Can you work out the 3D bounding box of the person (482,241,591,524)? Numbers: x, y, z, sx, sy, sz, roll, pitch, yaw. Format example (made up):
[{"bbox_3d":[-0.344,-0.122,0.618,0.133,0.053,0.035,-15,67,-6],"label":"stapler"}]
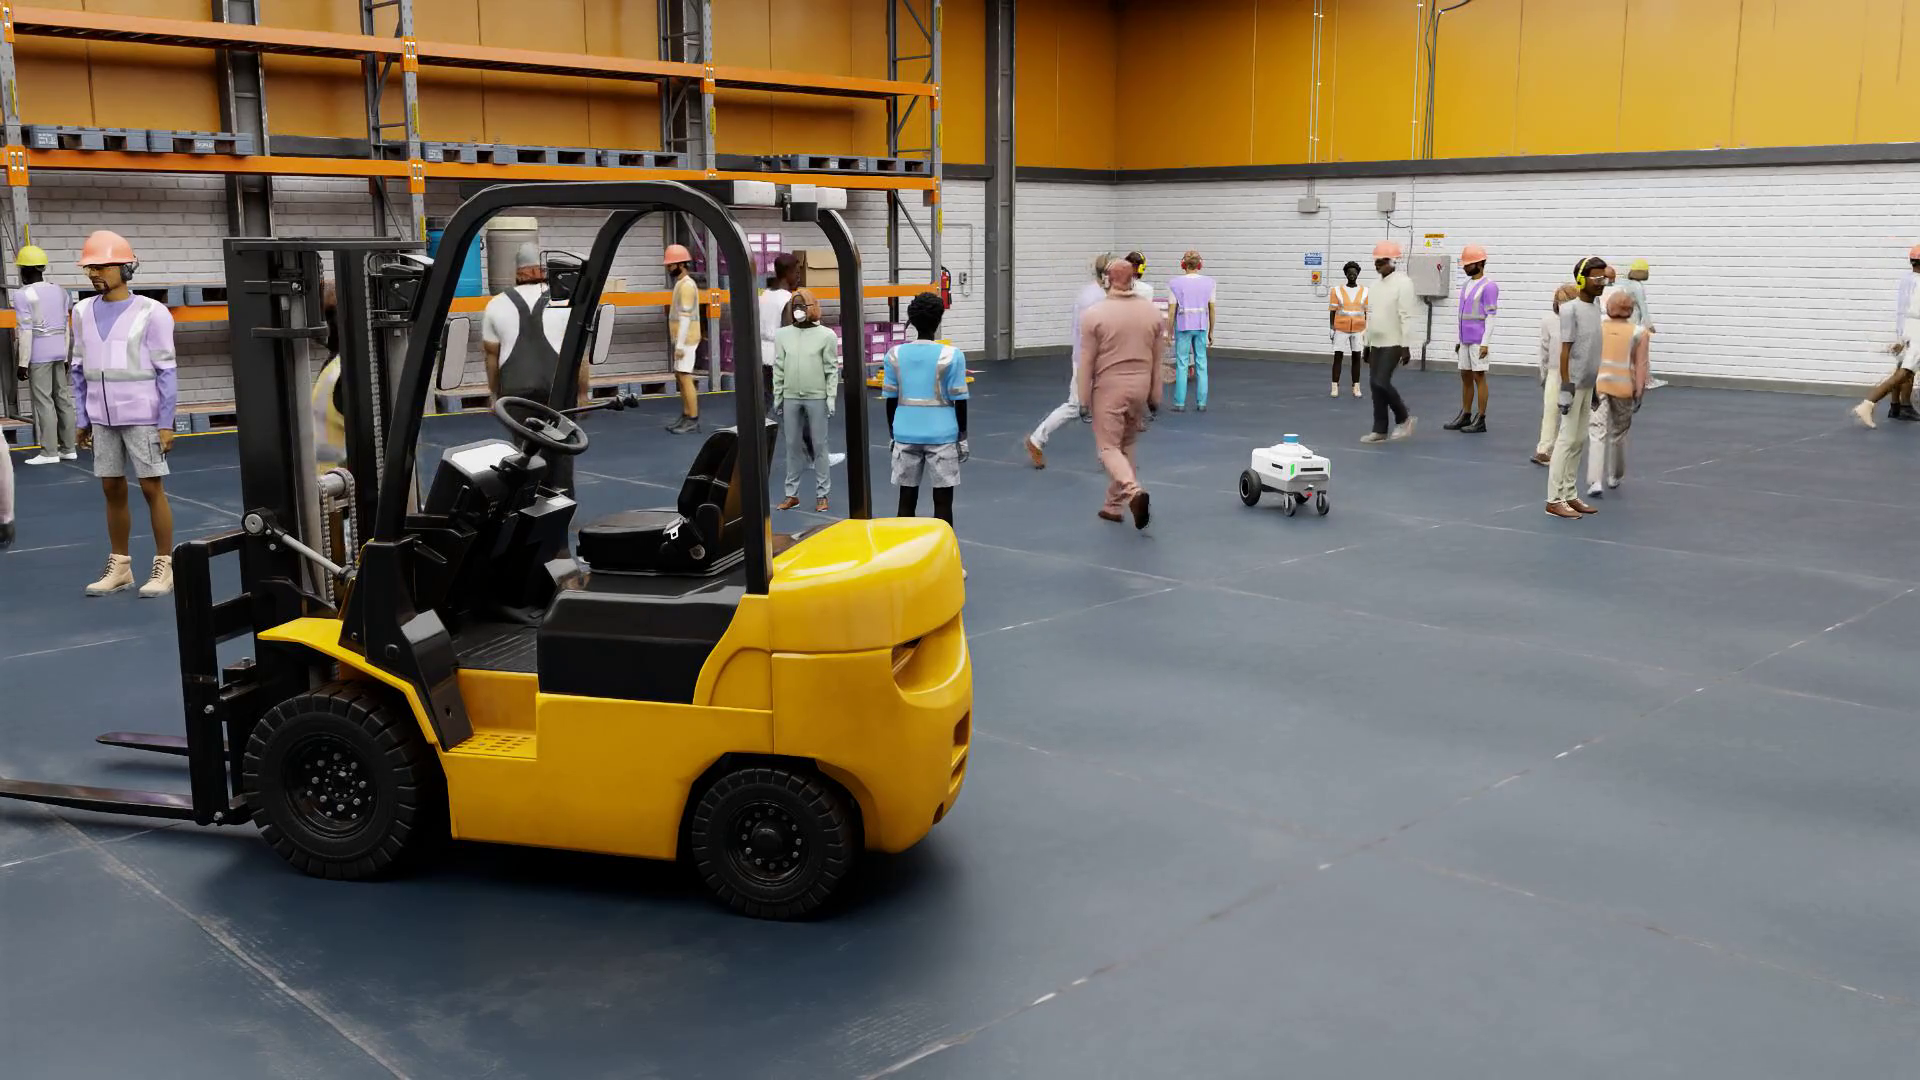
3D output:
[{"bbox_3d":[-2.893,-1.065,11.352,0.713,2.000,0.845,-1,10,-7],"label":"person"}]

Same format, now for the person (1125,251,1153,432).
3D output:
[{"bbox_3d":[1.754,-2.034,17.155,0.522,1.859,0.337,6,12,30],"label":"person"}]

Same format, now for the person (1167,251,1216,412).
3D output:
[{"bbox_3d":[2.646,-2.381,19.056,0.567,1.846,0.389,-1,10,-7],"label":"person"}]

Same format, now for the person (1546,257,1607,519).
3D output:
[{"bbox_3d":[4.472,-1.096,11.989,0.310,1.868,0.532,10,14,43],"label":"person"}]

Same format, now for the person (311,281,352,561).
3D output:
[{"bbox_3d":[-2.606,-0.191,7.152,0.432,1.833,0.622,-4,11,-21],"label":"person"}]

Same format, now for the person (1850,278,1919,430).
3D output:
[{"bbox_3d":[9.915,-2.104,17.290,1.166,1.964,0.639,1,10,4],"label":"person"}]

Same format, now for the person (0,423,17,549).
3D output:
[{"bbox_3d":[-4.089,-0.115,6.595,0.658,1.880,0.758,-2,11,-9],"label":"person"}]

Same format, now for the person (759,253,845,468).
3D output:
[{"bbox_3d":[-1.508,-1.513,14.269,0.999,1.865,0.611,-7,13,-34],"label":"person"}]

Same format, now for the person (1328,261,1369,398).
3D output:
[{"bbox_3d":[4.867,-2.623,20.789,0.538,1.696,0.317,1,10,4],"label":"person"}]

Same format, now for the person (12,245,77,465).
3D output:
[{"bbox_3d":[-8.125,-1.630,14.736,0.364,1.930,0.588,2,11,10],"label":"person"}]

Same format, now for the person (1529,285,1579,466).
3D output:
[{"bbox_3d":[5.292,-1.429,14.536,0.526,1.579,0.854,8,13,36],"label":"person"}]

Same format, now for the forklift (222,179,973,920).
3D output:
[{"bbox_3d":[-1.114,-0.058,5.440,2.313,2.155,1.214,2,11,13],"label":"forklift"}]

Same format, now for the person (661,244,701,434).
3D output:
[{"bbox_3d":[-2.842,-2.040,16.978,0.378,1.929,0.559,-3,11,-15],"label":"person"}]

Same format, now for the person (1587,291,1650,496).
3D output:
[{"bbox_3d":[5.102,-1.148,13.044,0.519,1.586,0.900,5,12,26],"label":"person"}]

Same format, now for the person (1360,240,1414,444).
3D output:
[{"bbox_3d":[4.115,-1.903,16.094,0.448,1.974,0.641,-4,11,-21],"label":"person"}]

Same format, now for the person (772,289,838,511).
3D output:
[{"bbox_3d":[-1.140,-1.023,12.235,0.500,1.633,0.280,2,11,13],"label":"person"}]

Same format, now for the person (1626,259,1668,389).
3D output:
[{"bbox_3d":[8.928,-2.807,21.777,0.775,1.709,0.494,2,11,13],"label":"person"}]

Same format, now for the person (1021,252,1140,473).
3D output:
[{"bbox_3d":[1.033,-1.510,14.204,0.976,1.899,0.645,5,11,23],"label":"person"}]

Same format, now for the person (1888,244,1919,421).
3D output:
[{"bbox_3d":[10.473,-2.278,18.246,0.355,1.938,0.545,2,11,8],"label":"person"}]

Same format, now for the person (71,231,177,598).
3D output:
[{"bbox_3d":[-4.674,-0.689,9.292,0.605,2.044,0.375,2,10,8],"label":"person"}]

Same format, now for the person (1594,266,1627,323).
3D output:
[{"bbox_3d":[8.168,-2.648,21.082,0.511,1.639,0.308,1,10,6],"label":"person"}]

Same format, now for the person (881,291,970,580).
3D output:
[{"bbox_3d":[-0.188,-0.588,9.677,0.540,1.700,0.316,4,11,22],"label":"person"}]

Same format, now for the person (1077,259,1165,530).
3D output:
[{"bbox_3d":[1.130,-1.000,11.493,0.650,1.869,0.831,-5,11,-24],"label":"person"}]

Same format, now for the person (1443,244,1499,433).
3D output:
[{"bbox_3d":[5.267,-2.065,17.114,0.374,1.928,0.542,-3,11,-16],"label":"person"}]

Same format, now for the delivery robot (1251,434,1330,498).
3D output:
[{"bbox_3d":[2.437,-0.537,12.272,0.477,0.478,0.707,-3,11,-15],"label":"delivery robot"}]

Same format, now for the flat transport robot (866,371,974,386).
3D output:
[{"bbox_3d":[-0.541,-2.196,22.349,0.652,0.197,1.431,10,14,44],"label":"flat transport robot"}]
